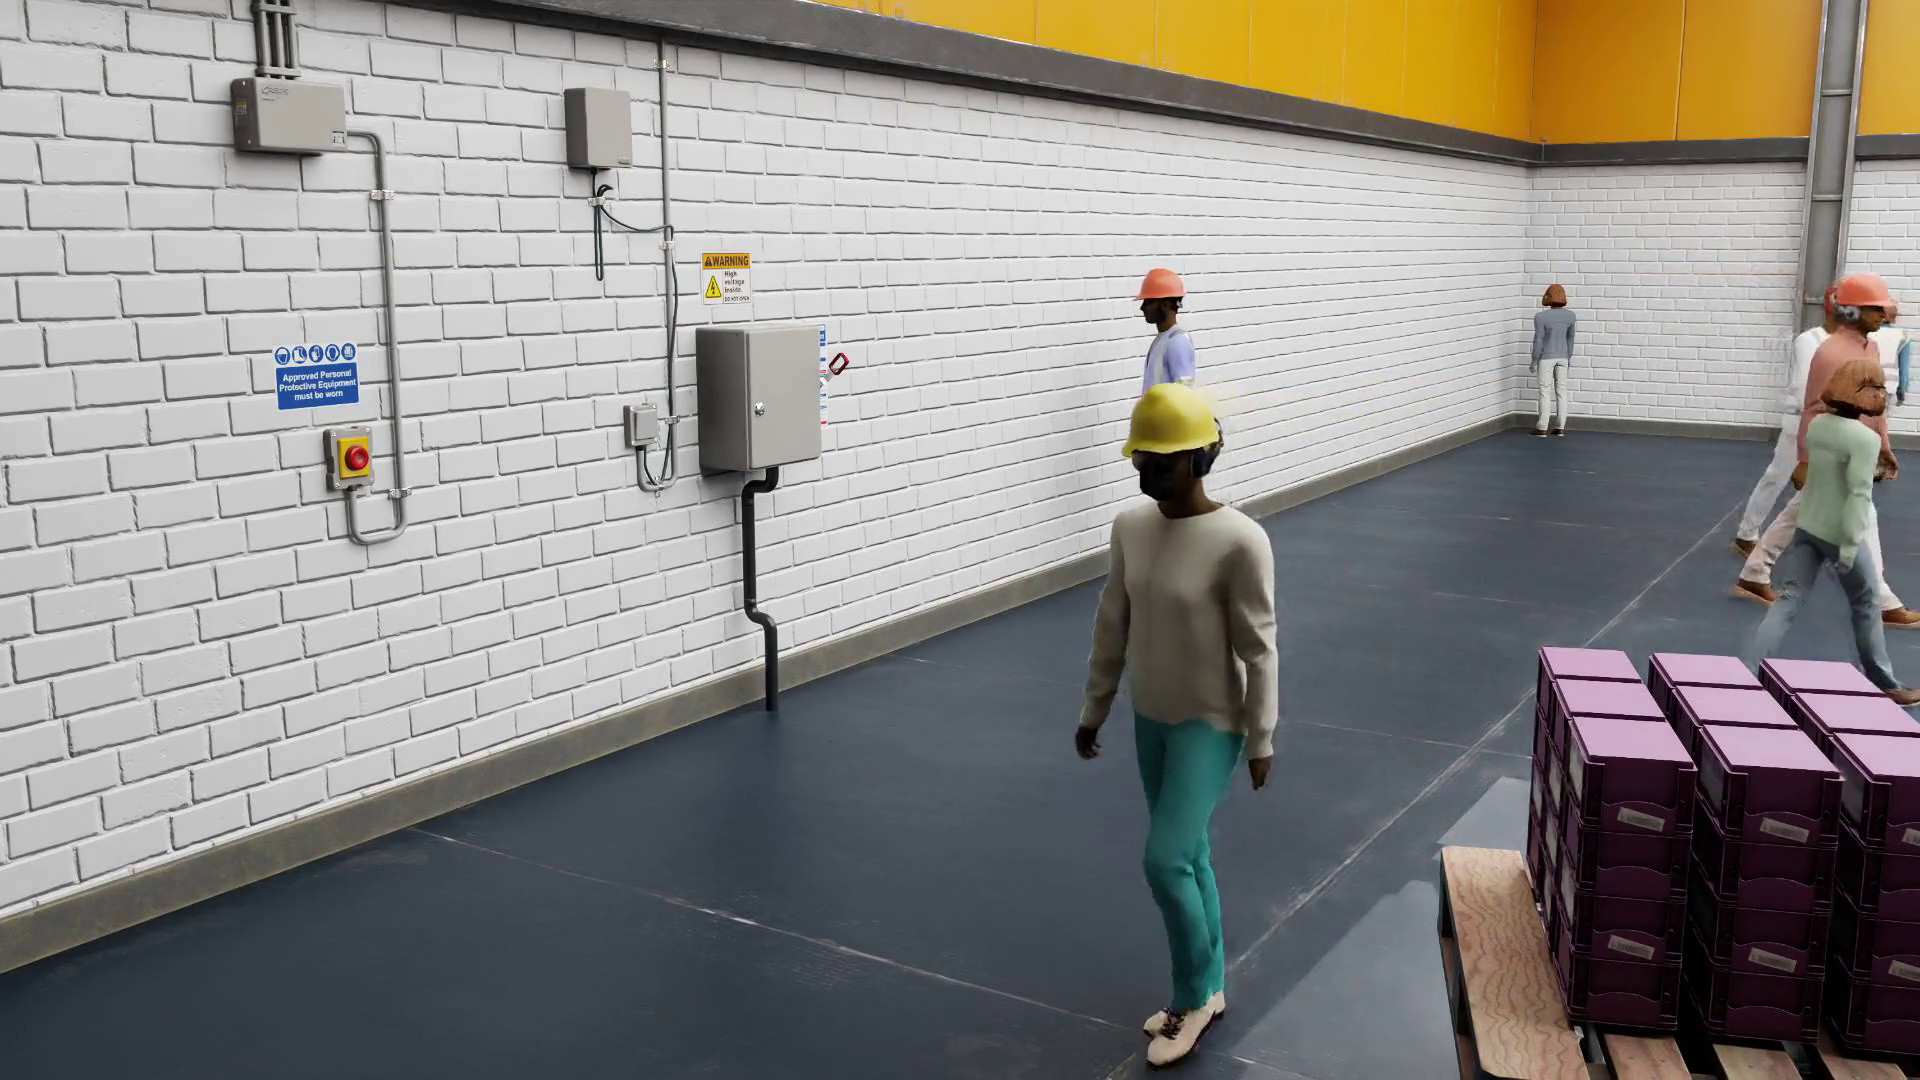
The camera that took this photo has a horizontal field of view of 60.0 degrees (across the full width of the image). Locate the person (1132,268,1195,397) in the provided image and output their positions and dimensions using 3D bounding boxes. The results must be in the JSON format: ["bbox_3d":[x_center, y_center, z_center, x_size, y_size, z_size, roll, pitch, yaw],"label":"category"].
[{"bbox_3d":[1.183,-0.613,9.750,0.375,1.935,0.551,-1,10,-5],"label":"person"}]

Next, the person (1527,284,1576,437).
[{"bbox_3d":[6.340,-1.917,17.821,0.500,1.632,0.284,-3,11,-16],"label":"person"}]

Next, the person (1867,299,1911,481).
[{"bbox_3d":[8.074,-1.329,14.639,0.514,1.606,0.810,0,10,0],"label":"person"}]

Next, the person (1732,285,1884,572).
[{"bbox_3d":[5.464,-0.712,10.644,0.596,1.820,1.026,-5,11,-26],"label":"person"}]

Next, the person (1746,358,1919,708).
[{"bbox_3d":[3.927,-0.020,7.439,0.845,1.587,0.502,-1,10,-8],"label":"person"}]

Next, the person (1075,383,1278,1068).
[{"bbox_3d":[0.530,0.470,4.263,0.533,1.741,0.535,-7,12,-34],"label":"person"}]

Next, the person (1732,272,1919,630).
[{"bbox_3d":[4.869,-0.515,9.255,1.077,1.936,0.605,9,14,41],"label":"person"}]
